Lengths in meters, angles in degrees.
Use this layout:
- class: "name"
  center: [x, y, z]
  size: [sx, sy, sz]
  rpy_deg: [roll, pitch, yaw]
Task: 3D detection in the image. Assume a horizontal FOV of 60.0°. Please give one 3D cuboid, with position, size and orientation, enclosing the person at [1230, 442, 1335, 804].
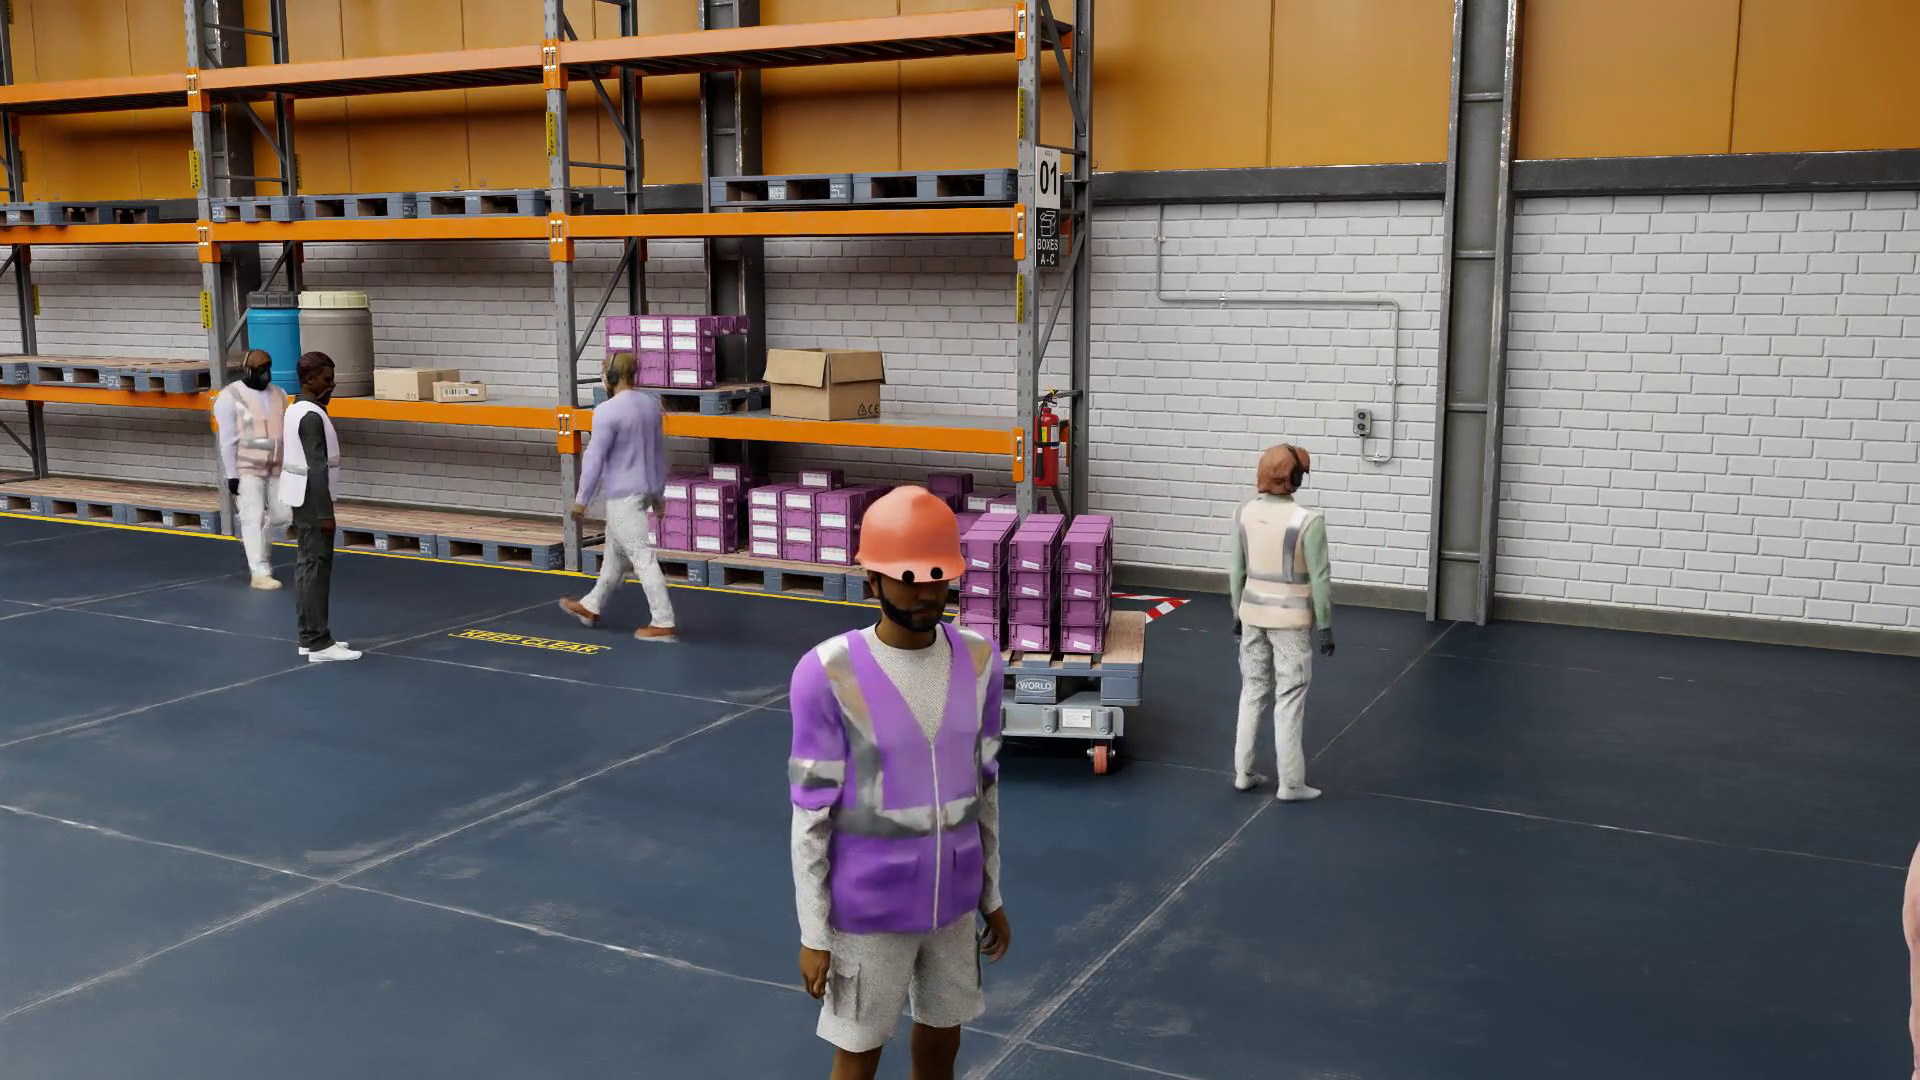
- class: "person"
  center: [1.441, 0.380, 7.539]
  size: [0.313, 1.641, 0.518]
  rpy_deg: [-8, 12, -40]

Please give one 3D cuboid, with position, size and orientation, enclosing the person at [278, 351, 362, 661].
- class: "person"
  center: [-4.006, -0.205, 10.307]
  size: [0.390, 1.914, 0.587]
  rpy_deg: [-6, 11, -31]

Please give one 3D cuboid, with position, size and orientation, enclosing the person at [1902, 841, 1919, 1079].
- class: "person"
  center: [1.707, 1.042, 2.642]
  size: [0.410, 1.907, 0.642]
  rpy_deg: [7, 12, 38]

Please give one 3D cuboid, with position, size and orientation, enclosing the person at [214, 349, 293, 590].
- class: "person"
  center: [-5.330, -0.536, 12.613]
  size: [0.489, 1.831, 0.624]
  rpy_deg: [6, 11, 31]

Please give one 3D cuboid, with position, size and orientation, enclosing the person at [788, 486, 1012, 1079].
- class: "person"
  center: [-0.114, 0.832, 3.833]
  size: [0.551, 1.934, 0.373]
  rpy_deg: [-5, 11, -30]

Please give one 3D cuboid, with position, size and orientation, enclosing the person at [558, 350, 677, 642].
- class: "person"
  center: [-2.268, -0.288, 10.893]
  size: [1.003, 1.888, 0.636]
  rpy_deg: [3, 10, 19]
